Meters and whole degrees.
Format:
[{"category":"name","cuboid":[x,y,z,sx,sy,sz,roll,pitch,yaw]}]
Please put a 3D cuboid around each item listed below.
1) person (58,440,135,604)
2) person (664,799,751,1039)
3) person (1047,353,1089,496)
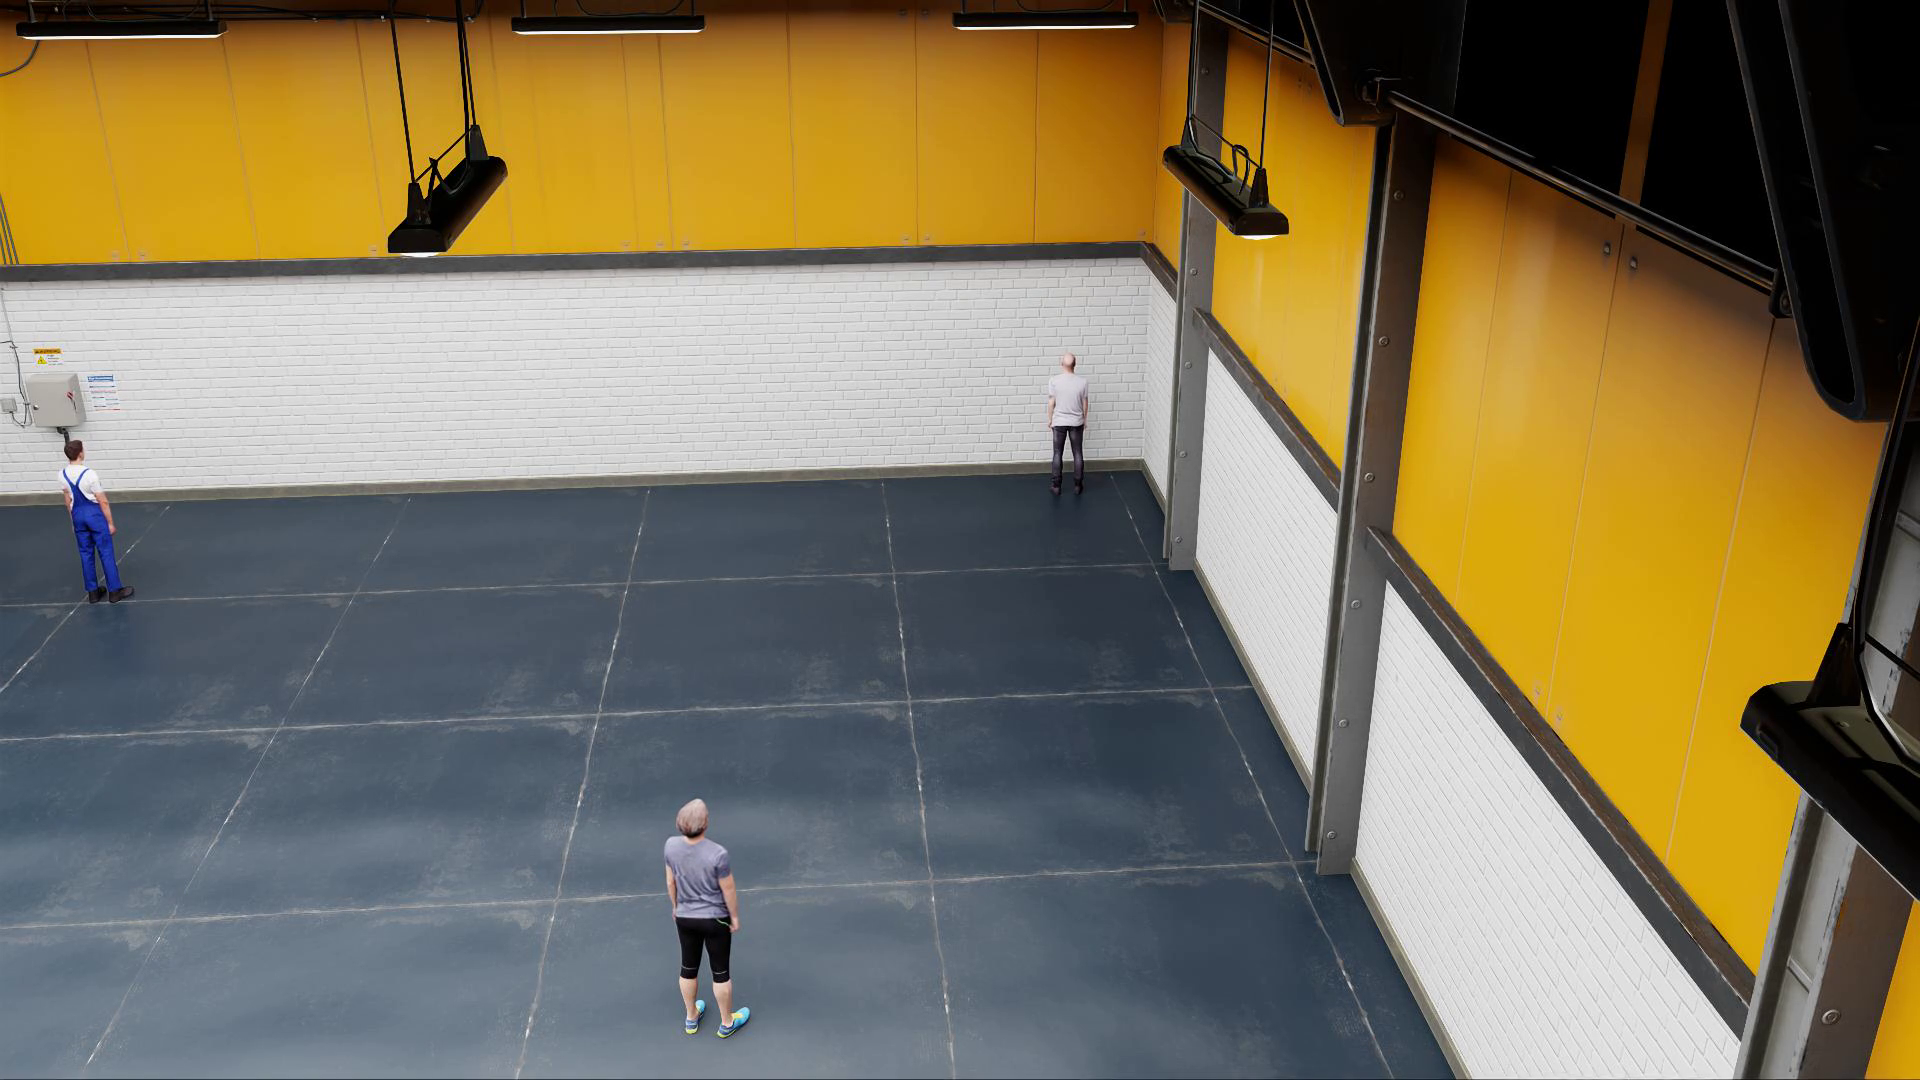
[{"category":"person","cuboid":[-9.442,-0.206,18.037,0.655,1.851,0.605,1,24,3]},{"category":"person","cuboid":[-1.779,2.618,11.530,0.730,1.889,0.708,6,24,14]},{"category":"person","cuboid":[1.350,-1.470,20.955,0.663,1.831,0.574,-1,24,-2]}]
